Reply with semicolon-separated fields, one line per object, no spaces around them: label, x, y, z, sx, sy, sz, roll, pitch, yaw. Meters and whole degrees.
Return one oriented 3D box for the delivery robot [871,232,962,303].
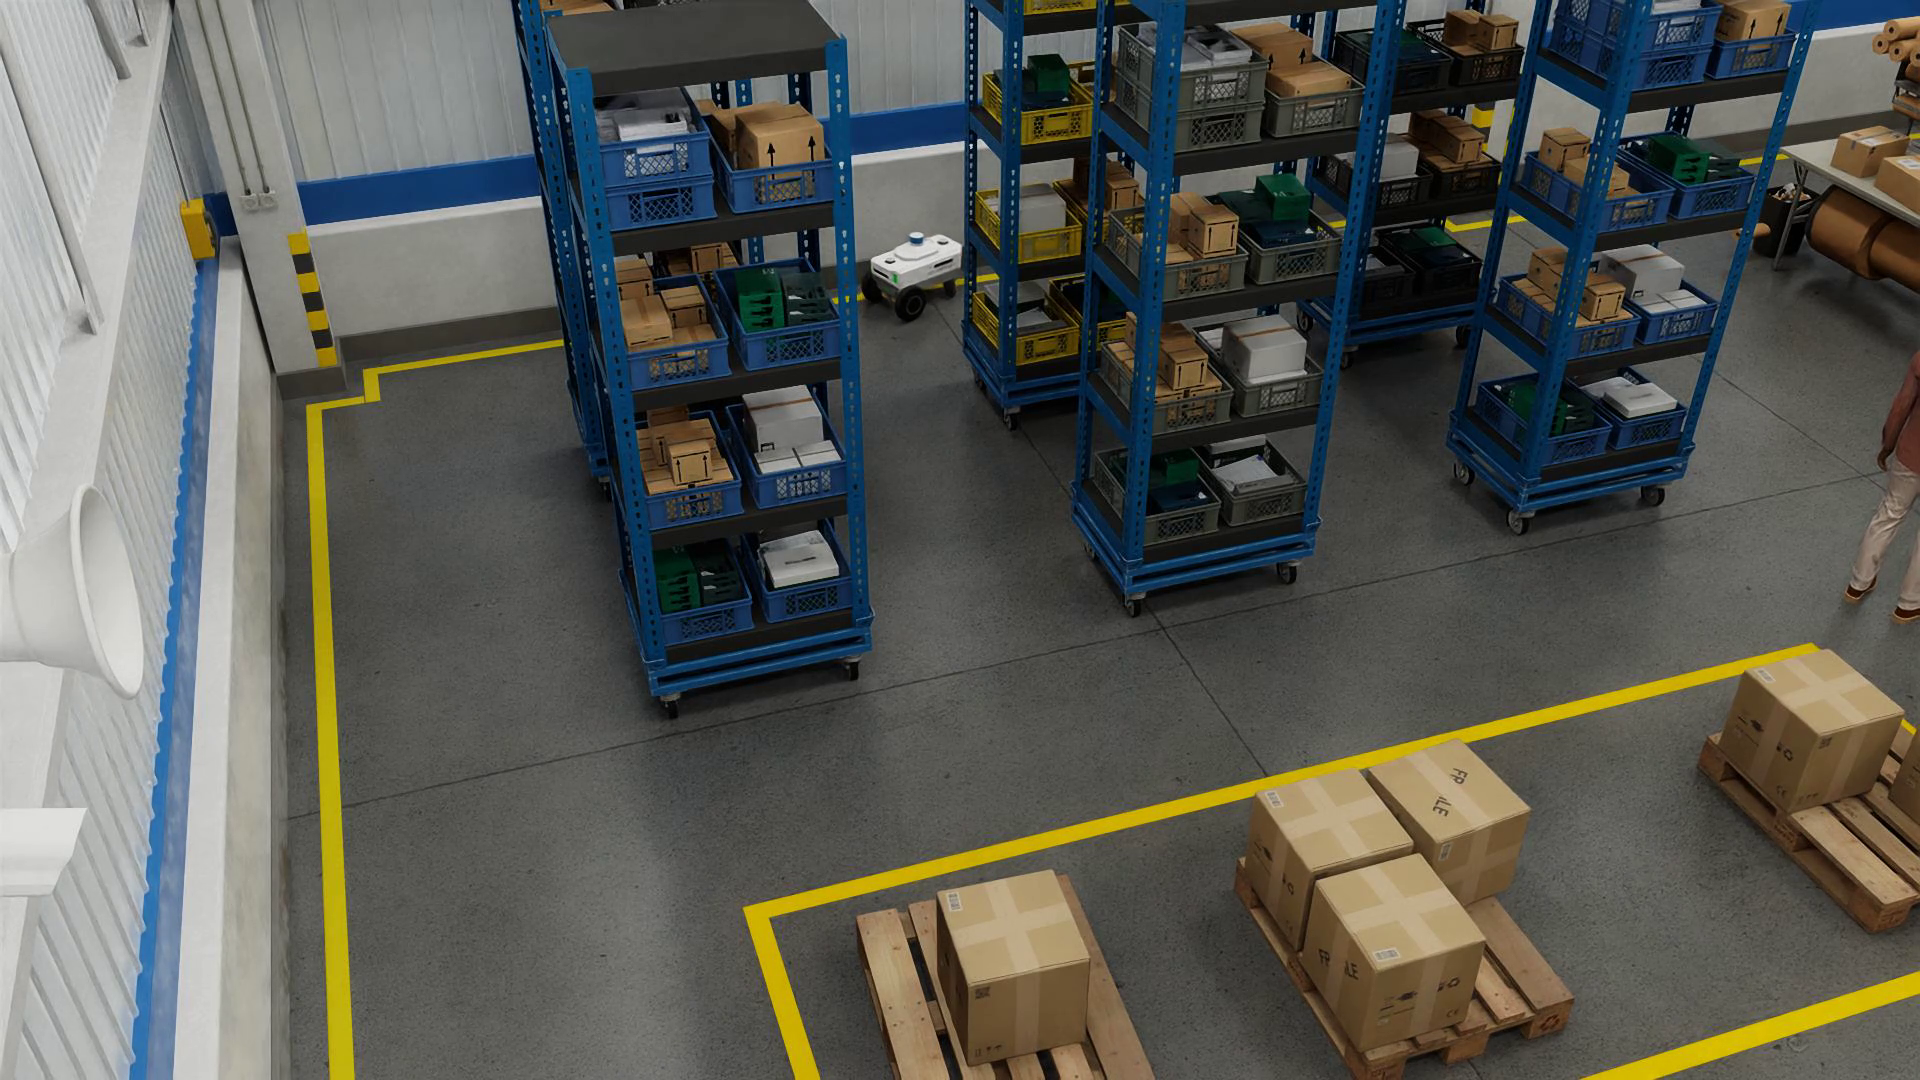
delivery robot;-0.324;-2.108;12.698;0.707;0.478;0.477;-26;43;-32

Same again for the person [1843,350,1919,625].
person;5.401;-0.442;9.173;0.387;1.992;0.626;-26;43;-32
